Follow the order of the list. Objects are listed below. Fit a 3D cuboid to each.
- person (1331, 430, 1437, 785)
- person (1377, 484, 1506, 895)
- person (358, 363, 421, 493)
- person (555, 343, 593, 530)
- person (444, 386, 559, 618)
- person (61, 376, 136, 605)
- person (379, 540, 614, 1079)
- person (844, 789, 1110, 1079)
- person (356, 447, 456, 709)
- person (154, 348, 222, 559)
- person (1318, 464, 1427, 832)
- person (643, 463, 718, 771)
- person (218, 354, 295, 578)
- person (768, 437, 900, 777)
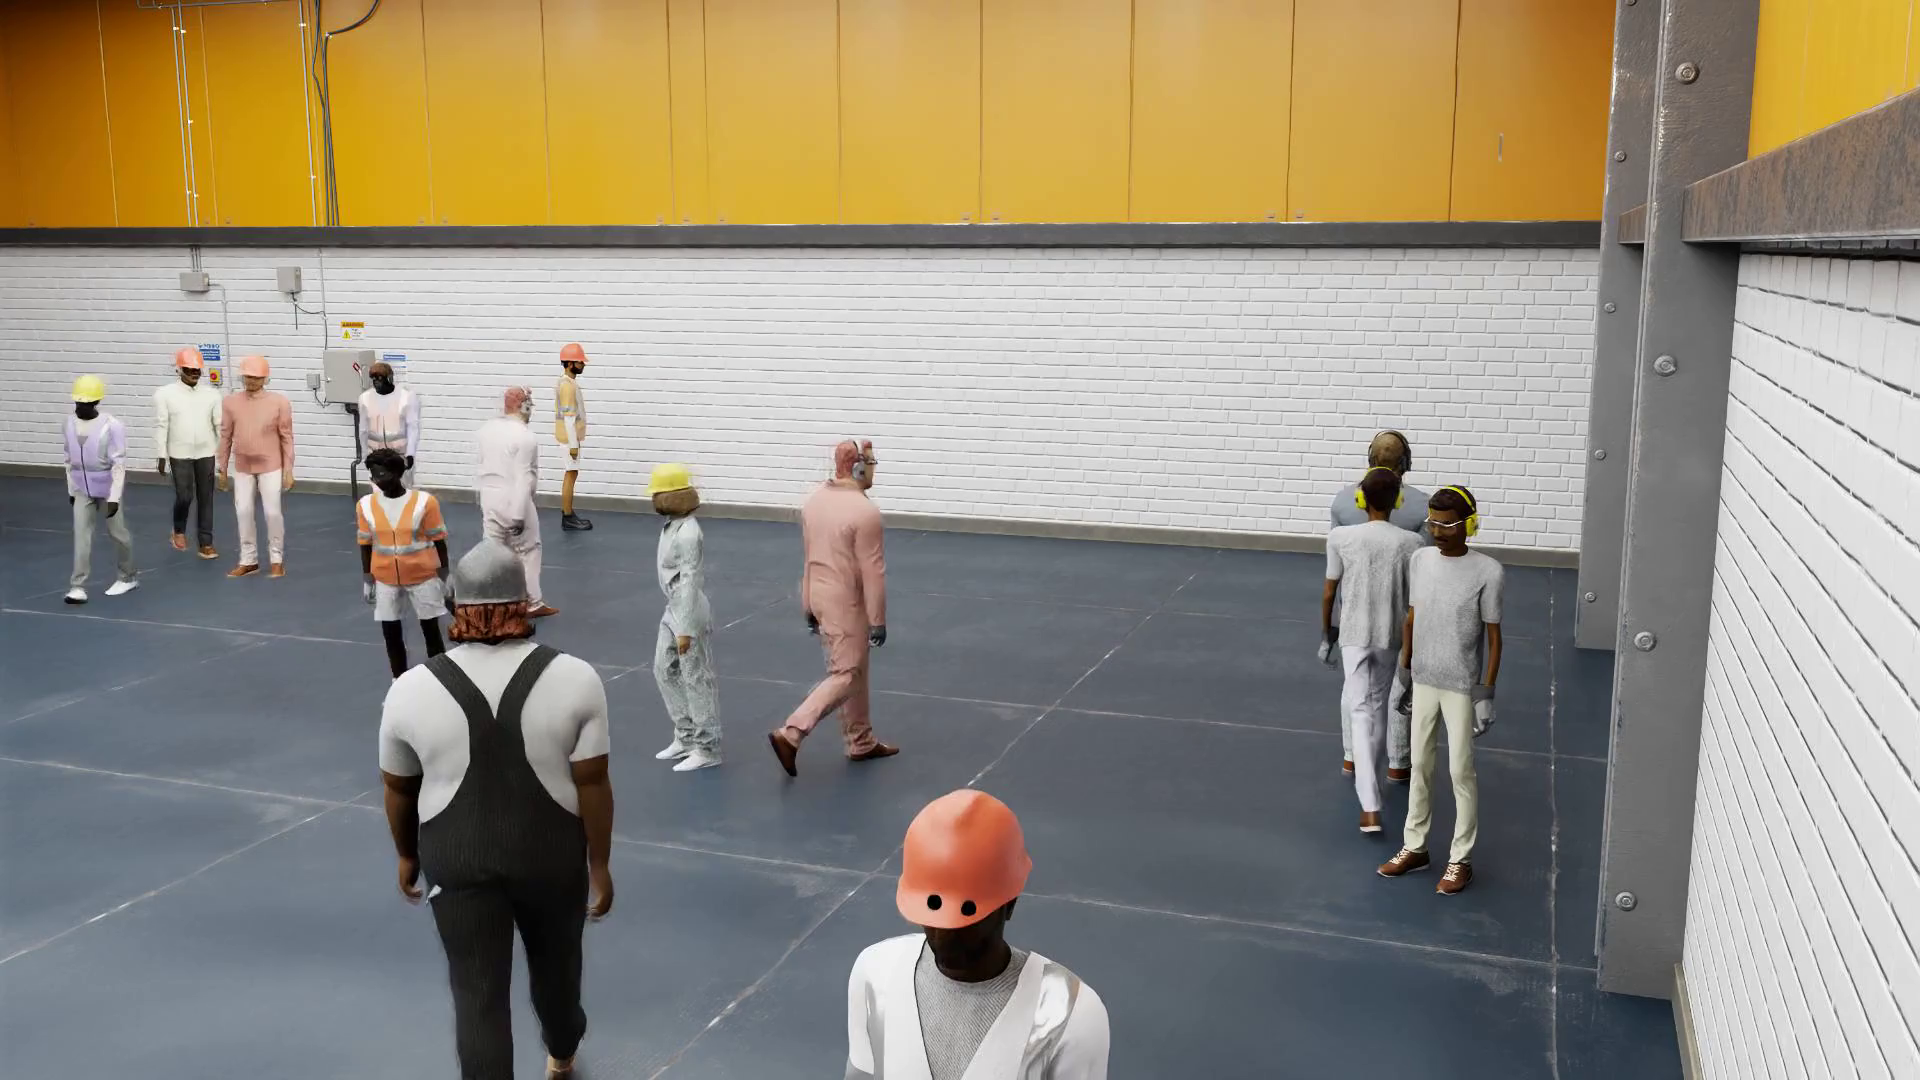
[{"bbox_3d":[2.315,0.364,9.061,0.632,1.940,0.372,8,13,38],"label":"person"},{"bbox_3d":[2.196,0.671,7.546,0.329,1.865,0.515,-9,13,-41],"label":"person"},{"bbox_3d":[-5.554,-0.829,16.192,0.624,1.782,0.988,-1,10,-5],"label":"person"},{"bbox_3d":[-3.964,-1.054,17.087,0.375,1.932,0.544,-2,10,-12],"label":"person"},{"bbox_3d":[-3.571,-0.252,12.822,0.653,1.854,0.895,8,13,37],"label":"person"},{"bbox_3d":[-7.088,-0.413,13.614,0.610,1.868,0.921,1,10,6],"label":"person"},{"bbox_3d":[-1.494,0.955,5.441,0.709,2.000,0.992,-2,10,-12],"label":"person"},{"bbox_3d":[0.006,1.405,3.208,0.544,1.935,0.361,4,11,21],"label":"person"},{"bbox_3d":[-3.440,0.245,10.497,0.678,1.667,0.350,-1,10,-5],"label":"person"},{"bbox_3d":[-7.169,-0.807,15.528,0.648,1.978,0.492,-10,14,-44],"label":"person"},{"bbox_3d":[2.095,0.529,8.475,0.504,1.829,0.959,1,10,4],"label":"person"},{"bbox_3d":[-1.563,0.435,9.284,0.440,1.724,0.578,-4,11,-20],"label":"person"},{"bbox_3d":[-6.202,-0.637,14.645,0.678,1.977,0.365,0,10,0],"label":"person"},{"bbox_3d":[-0.700,0.374,9.187,0.827,1.879,0.655,-7,12,-33],"label":"person"}]
